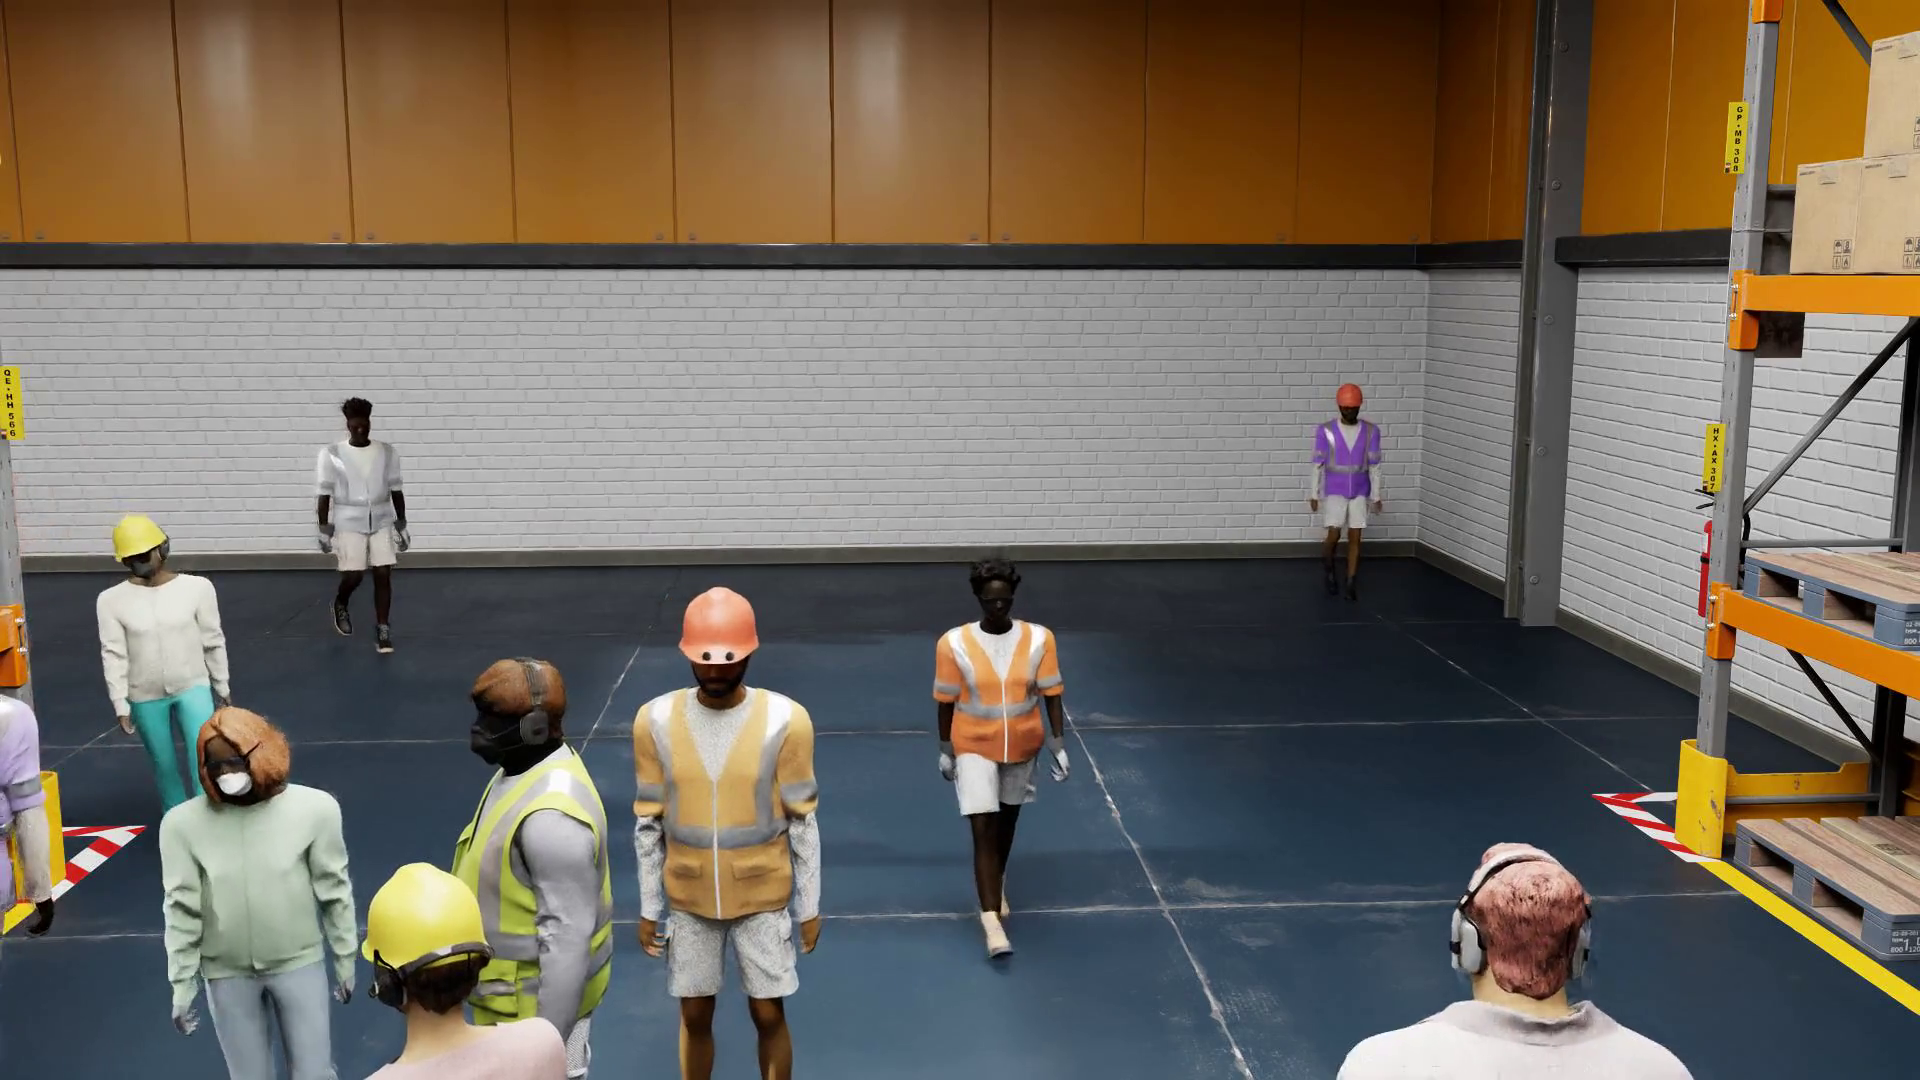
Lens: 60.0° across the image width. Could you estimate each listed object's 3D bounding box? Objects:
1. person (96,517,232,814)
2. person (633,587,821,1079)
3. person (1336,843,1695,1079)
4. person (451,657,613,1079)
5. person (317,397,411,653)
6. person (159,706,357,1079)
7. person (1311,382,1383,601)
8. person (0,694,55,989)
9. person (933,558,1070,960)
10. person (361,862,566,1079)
[{"bbox_3d":[-3.694,0.742,7.774,0.544,1.714,0.867,-4,10,-25],"label":"person"},{"bbox_3d":[-0.708,1.082,5.057,0.559,1.924,0.426,1,9,3],"label":"person"},{"bbox_3d":[0.935,1.449,2.980,0.662,1.847,1.043,-1,9,-7],"label":"person"},{"bbox_3d":[-1.147,1.215,4.451,0.429,1.842,0.635,-3,10,-21],"label":"person"},{"bbox_3d":[-4.528,-0.129,12.575,0.640,1.940,0.609,-6,11,-35],"label":"person"},{"bbox_3d":[-2.039,1.261,4.890,0.508,1.615,0.409,-3,9,-16],"label":"person"},{"bbox_3d":[3.364,-0.413,14.442,0.585,1.914,0.440,1,9,4],"label":"person"},{"bbox_3d":[-3.163,1.097,5.136,0.611,1.874,0.896,-3,9,-16],"label":"person"},{"bbox_3d":[0.177,0.895,7.026,0.547,1.644,0.865,-2,9,-12],"label":"person"},{"bbox_3d":[-0.960,1.466,3.116,0.326,1.767,0.533,7,12,39],"label":"person"}]
